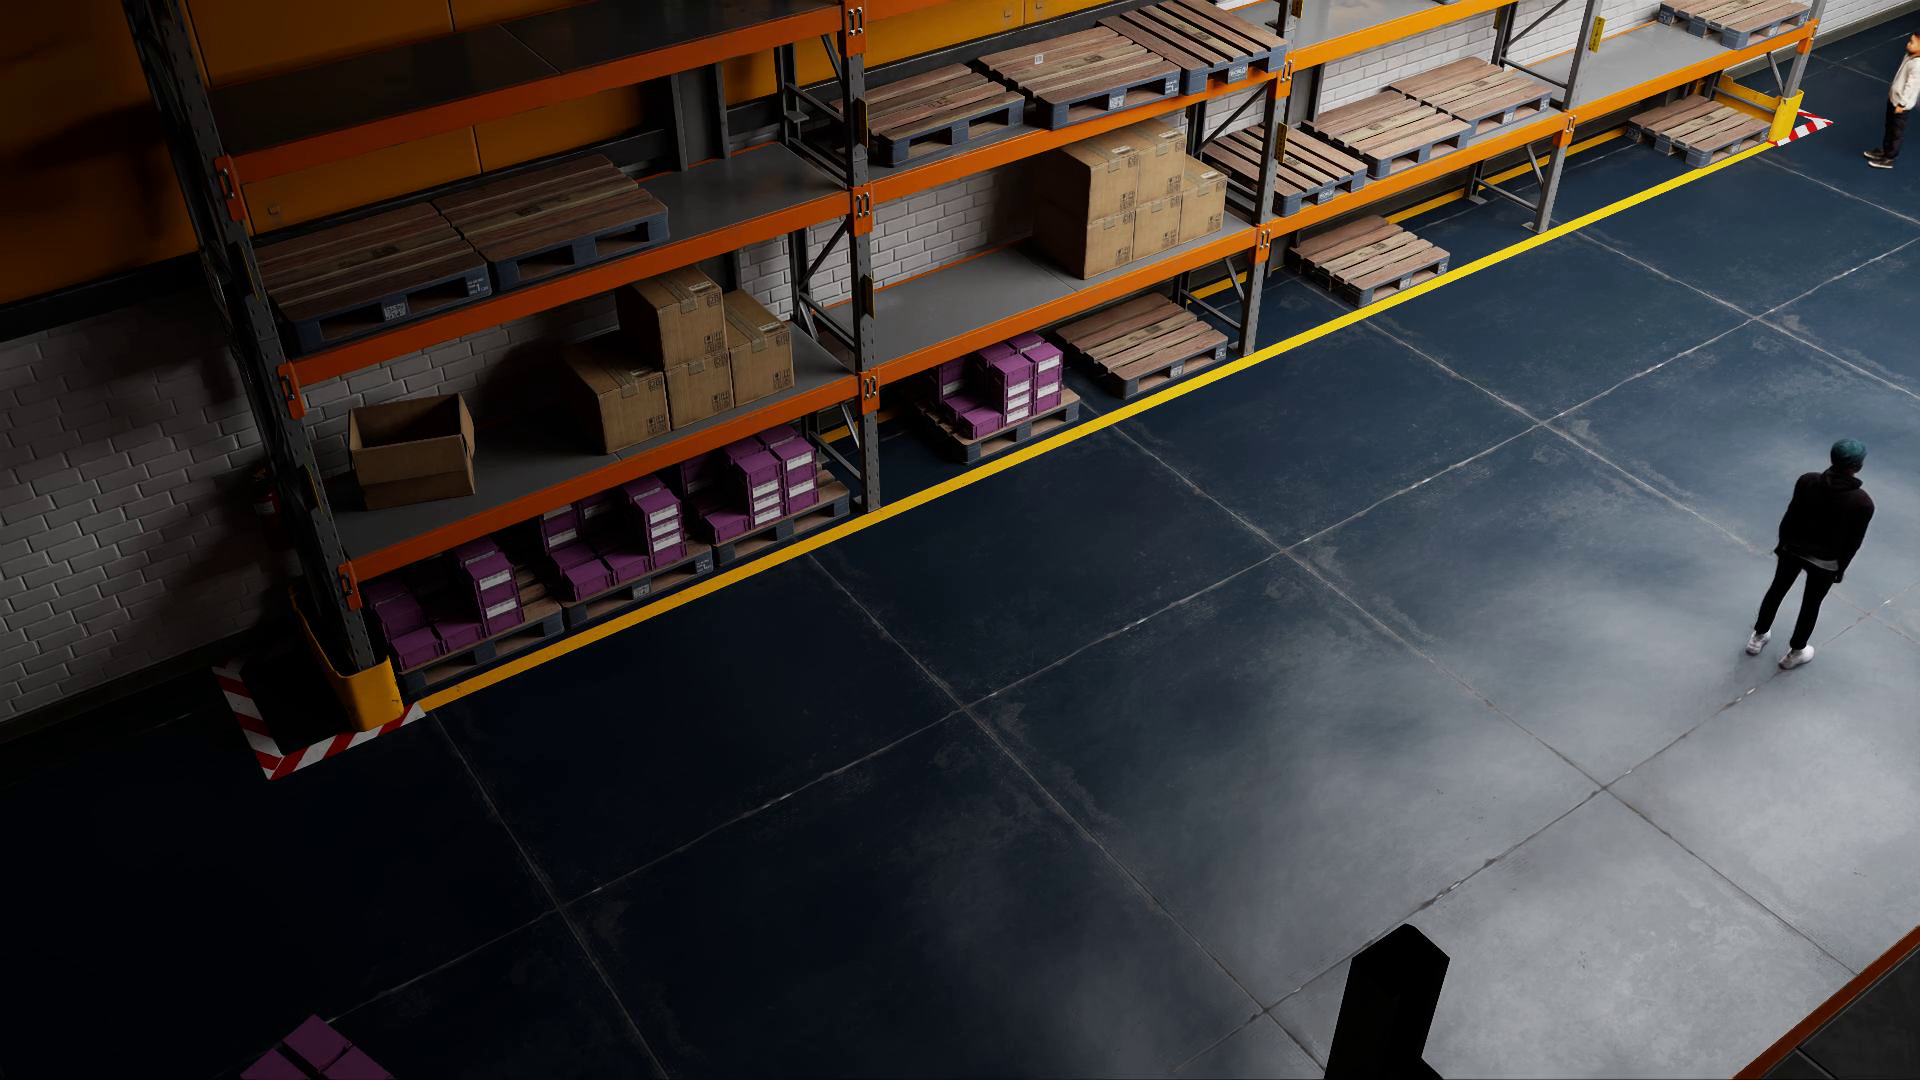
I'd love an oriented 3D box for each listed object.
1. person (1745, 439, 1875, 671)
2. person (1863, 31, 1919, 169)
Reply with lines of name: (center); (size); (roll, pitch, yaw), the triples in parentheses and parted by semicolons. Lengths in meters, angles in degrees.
person: (5.795, 0.086, 11.310); (0.632, 1.817, 0.698); (-31, 48, -33)
person: (9.954, -4.653, 17.537); (0.694, 1.451, 0.635); (6, 39, 7)
